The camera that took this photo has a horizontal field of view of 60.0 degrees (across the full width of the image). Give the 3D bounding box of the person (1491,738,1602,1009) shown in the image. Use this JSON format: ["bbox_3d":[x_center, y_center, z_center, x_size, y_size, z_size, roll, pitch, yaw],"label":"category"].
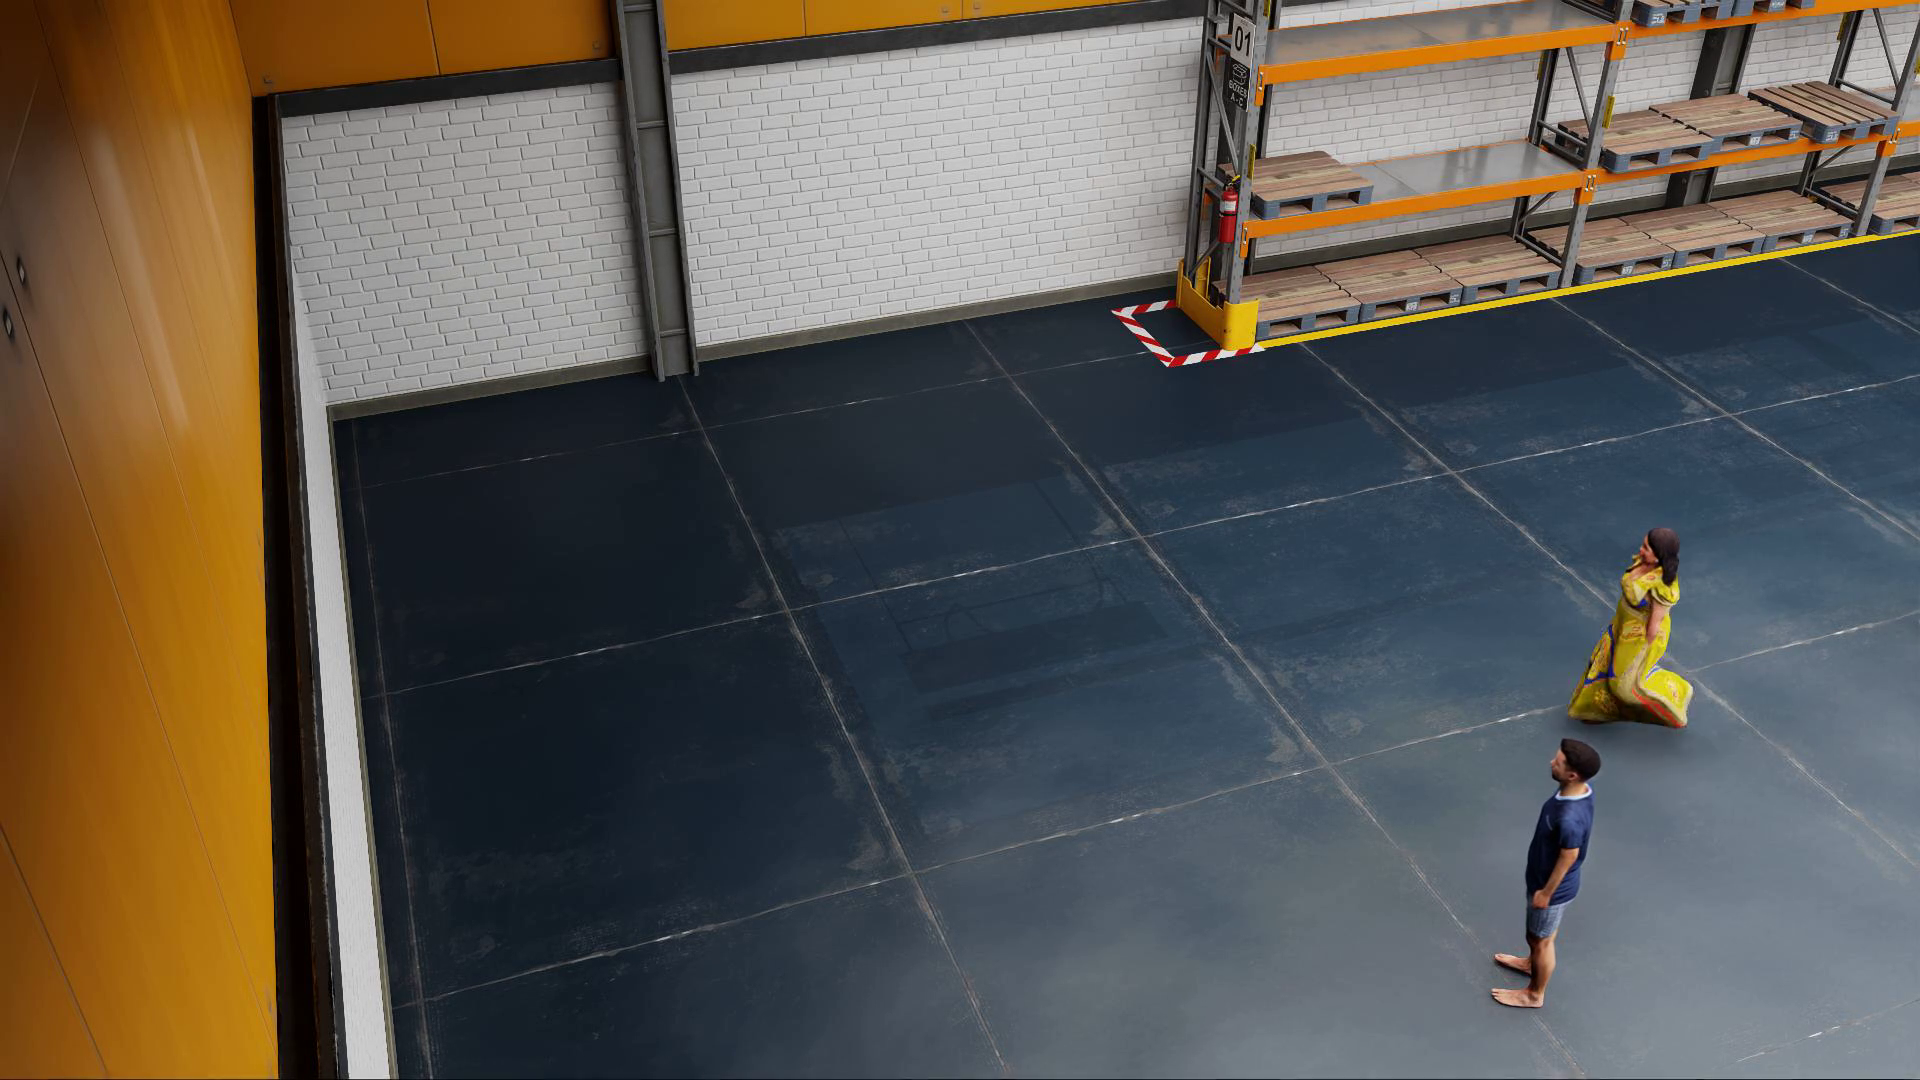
[{"bbox_3d":[3.282,1.847,9.205,0.747,1.846,0.702,12,35,17],"label":"person"}]

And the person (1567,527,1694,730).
[{"bbox_3d":[4.655,0.629,11.220,1.160,1.645,0.963,-1,34,-1],"label":"person"}]
